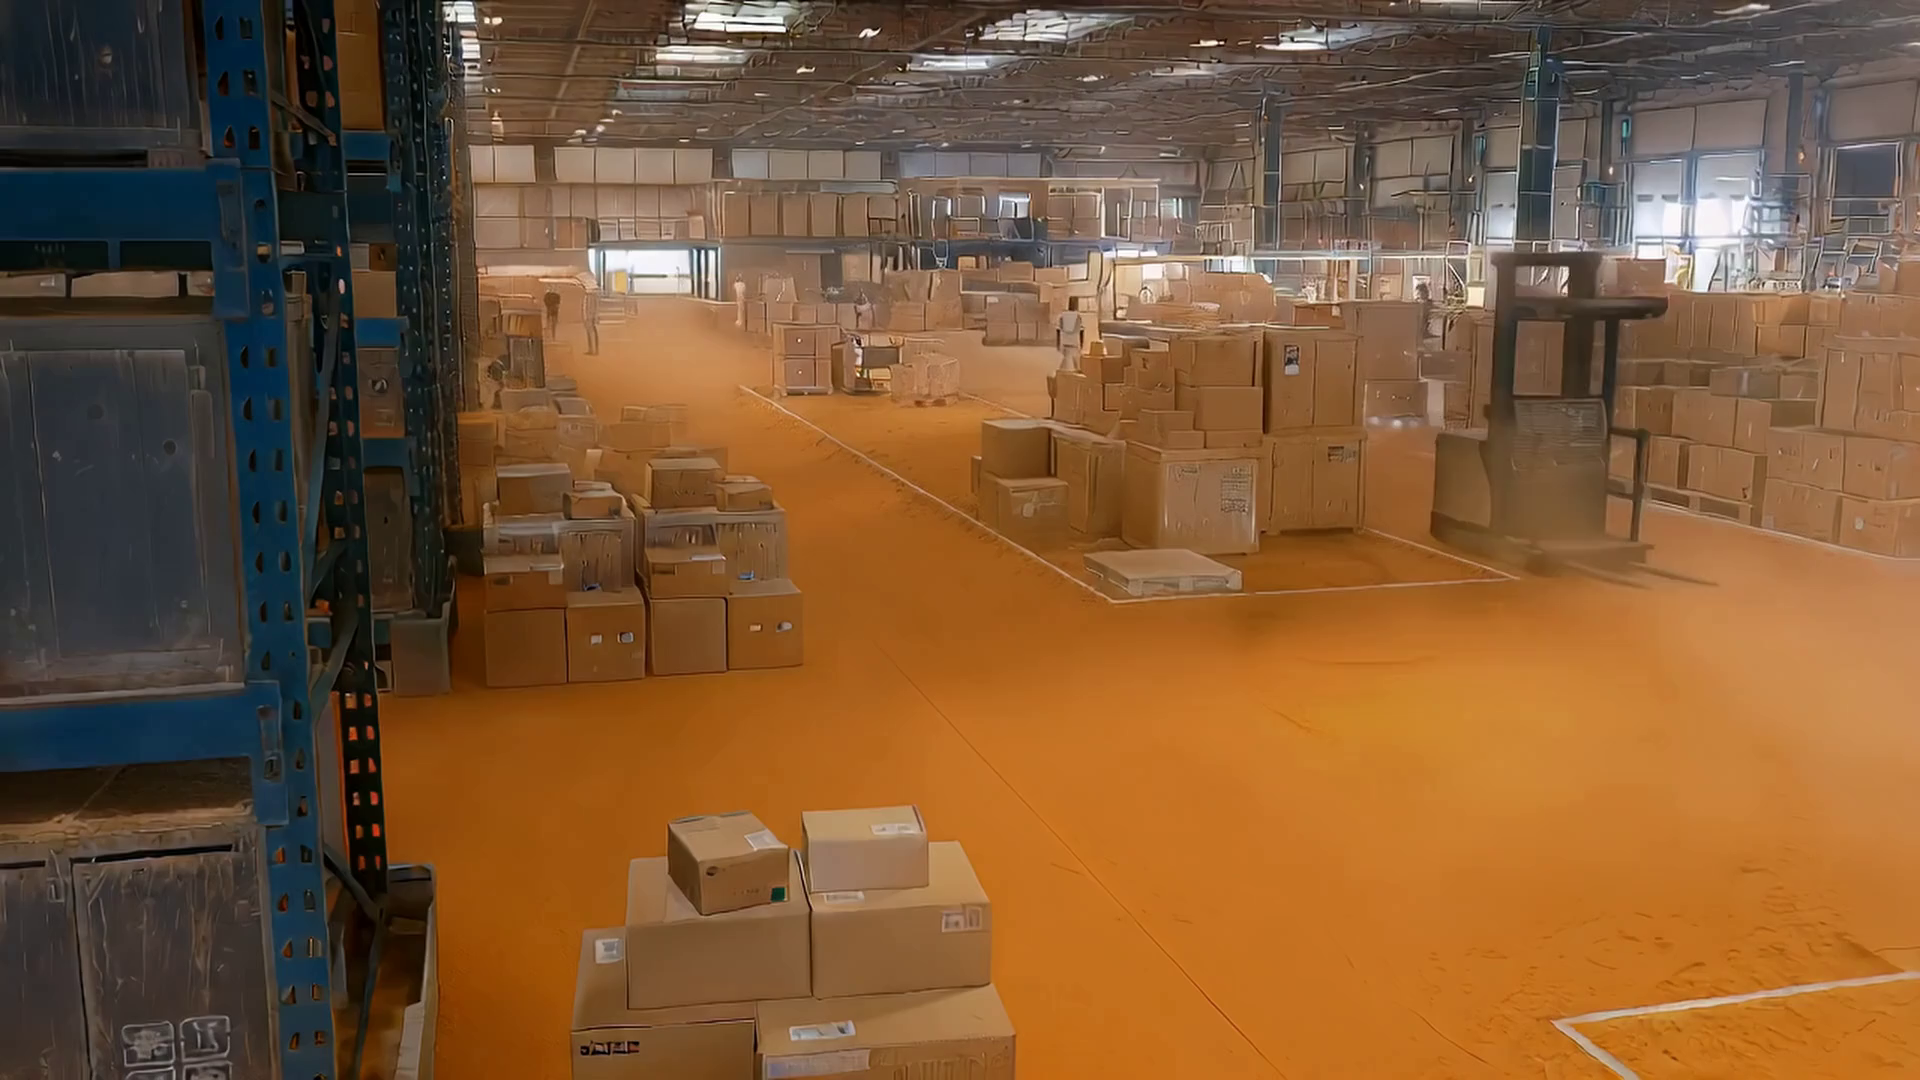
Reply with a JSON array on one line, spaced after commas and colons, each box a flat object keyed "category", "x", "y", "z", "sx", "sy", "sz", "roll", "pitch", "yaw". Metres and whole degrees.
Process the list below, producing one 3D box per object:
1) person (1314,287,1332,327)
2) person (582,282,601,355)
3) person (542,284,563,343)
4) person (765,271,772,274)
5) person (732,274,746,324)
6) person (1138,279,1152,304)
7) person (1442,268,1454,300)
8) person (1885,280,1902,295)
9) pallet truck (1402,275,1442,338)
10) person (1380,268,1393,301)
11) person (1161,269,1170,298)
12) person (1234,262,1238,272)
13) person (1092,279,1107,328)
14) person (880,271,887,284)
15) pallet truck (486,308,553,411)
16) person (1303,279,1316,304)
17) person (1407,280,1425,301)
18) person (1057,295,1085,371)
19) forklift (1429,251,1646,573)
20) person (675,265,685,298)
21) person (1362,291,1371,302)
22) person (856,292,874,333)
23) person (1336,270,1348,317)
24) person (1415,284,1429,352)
[{"category": "person", "x": 10.728, "y": -6.630, "z": 49.142, "sx": 0.603, "sy": 1.674, "sz": 0.409, "roll": 4, "pitch": 11, "yaw": 21}, {"category": "person", "x": -9.791, "y": -5.877, "z": 44.119, "sx": 0.543, "sy": 1.939, "sz": 0.360, "roll": -9, "pitch": 14, "yaw": -43}, {"category": "person", "x": -11.292, "y": -6.147, "z": 45.919, "sx": 0.546, "sy": 1.837, "sz": 0.782, "roll": 1, "pitch": 10, "yaw": 7}, {"category": "person", "x": -6.843, "y": -8.629, "z": 59.571, "sx": 1.064, "sy": 1.983, "sz": 0.636, "roll": 8, "pitch": 13, "yaw": 39}, {"category": "person", "x": -8.164, "y": -8.944, "z": 61.784, "sx": 0.519, "sy": 1.842, "sz": 0.838, "roll": 3, "pitch": 11, "yaw": 19}, {"category": "person", "x": 5.363, "y": -6.623, "z": 48.416, "sx": 0.395, "sy": 1.919, "sz": 0.581, "roll": -6, "pitch": 12, "yaw": -30}, {"category": "person", "x": 21.396, "y": -10.968, "z": 72.948, "sx": 0.543, "sy": 1.938, "sz": 0.356, "roll": 8, "pitch": 13, "yaw": 37}, {"category": "person", "x": 26.673, "y": -6.473, "z": 47.502, "sx": 0.552, "sy": 1.932, "sz": 0.377, "roll": -3, "pitch": 10, "yaw": -16}, {"category": "pallet truck", "x": 14.620, "y": -7.324, "z": 52.145, "sx": 0.823, "sy": 1.965, "sz": 1.885, "roll": 8, "pitch": 13, "yaw": 40}, {"category": "person", "x": 18.556, "y": -10.828, "z": 72.200, "sx": 0.639, "sy": 1.914, "sz": 0.882, "roll": 6, "pitch": 12, "yaw": 31}, {"category": "person", "x": 8.424, "y": -10.166, "z": 68.437, "sx": 0.365, "sy": 1.928, "sz": 0.586, "roll": 5, "pitch": 11, "yaw": 25}, {"category": "person", "x": 16.204, "y": -15.463, "z": 98.301, "sx": 0.671, "sy": 1.976, "sz": 0.570, "roll": -8, "pitch": 13, "yaw": -37}, {"category": "person", "x": 4.881, "y": -8.270, "z": 58.189, "sx": 0.535, "sy": 1.749, "sz": 0.646, "roll": -5, "pitch": 11, "yaw": -27}, {"category": "person", "x": -2.689, "y": -8.643, "z": 59.689, "sx": 0.439, "sy": 1.981, "sz": 0.627, "roll": 8, "pitch": 13, "yaw": 39}, {"category": "pallet truck", "x": -6.242, "y": -2.418, "z": 24.362, "sx": 0.823, "sy": 1.965, "sz": 1.885, "roll": 1, "pitch": 10, "yaw": 3}, {"category": "person", "x": 12.443, "y": -8.447, "z": 59.317, "sx": 0.491, "sy": 1.717, "sz": 0.768, "roll": 3, "pitch": 11, "yaw": 17}, {"category": "person", "x": 14.985, "y": -7.628, "z": 54.468, "sx": 0.699, "sy": 1.788, "sz": 0.822, "roll": 6, "pitch": 12, "yaw": 32}, {"category": "person", "x": 2.184, "y": -3.910, "z": 33.053, "sx": 0.599, "sy": 1.920, "sz": 0.995, "roll": 3, "pitch": 11, "yaw": 18}, {"category": "forklift", "x": 5.287, "y": -1.246, "z": 15.230, "sx": 1.129, "sy": 2.768, "sz": 1.873, "roll": -3, "pitch": 10, "yaw": -15}, {"category": "person", "x": -15.669, "y": -14.472, "z": 93.077, "sx": 0.571, "sy": 1.851, "sz": 0.959, "roll": -3, "pitch": 10, "yaw": -14}, {"category": "person", "x": 8.791, "y": -4.454, "z": 36.176, "sx": 0.609, "sy": 1.898, "sz": 0.644, "roll": 7, "pitch": 12, "yaw": 34}, {"category": "person", "x": -2.444, "y": -5.524, "z": 42.797, "sx": 0.540, "sy": 1.697, "sz": 0.317, "roll": -7, "pitch": 12, "yaw": -35}, {"category": "person", "x": 14.873, "y": -9.541, "z": 64.863, "sx": 0.634, "sy": 1.938, "sz": 0.355, "roll": -7, "pitch": 12, "yaw": -34}, {"category": "person", "x": 11.455, "y": -5.470, "z": 41.839, "sx": 0.672, "sy": 1.923, "sz": 0.661, "roll": 2, "pitch": 10, "yaw": 9}]
